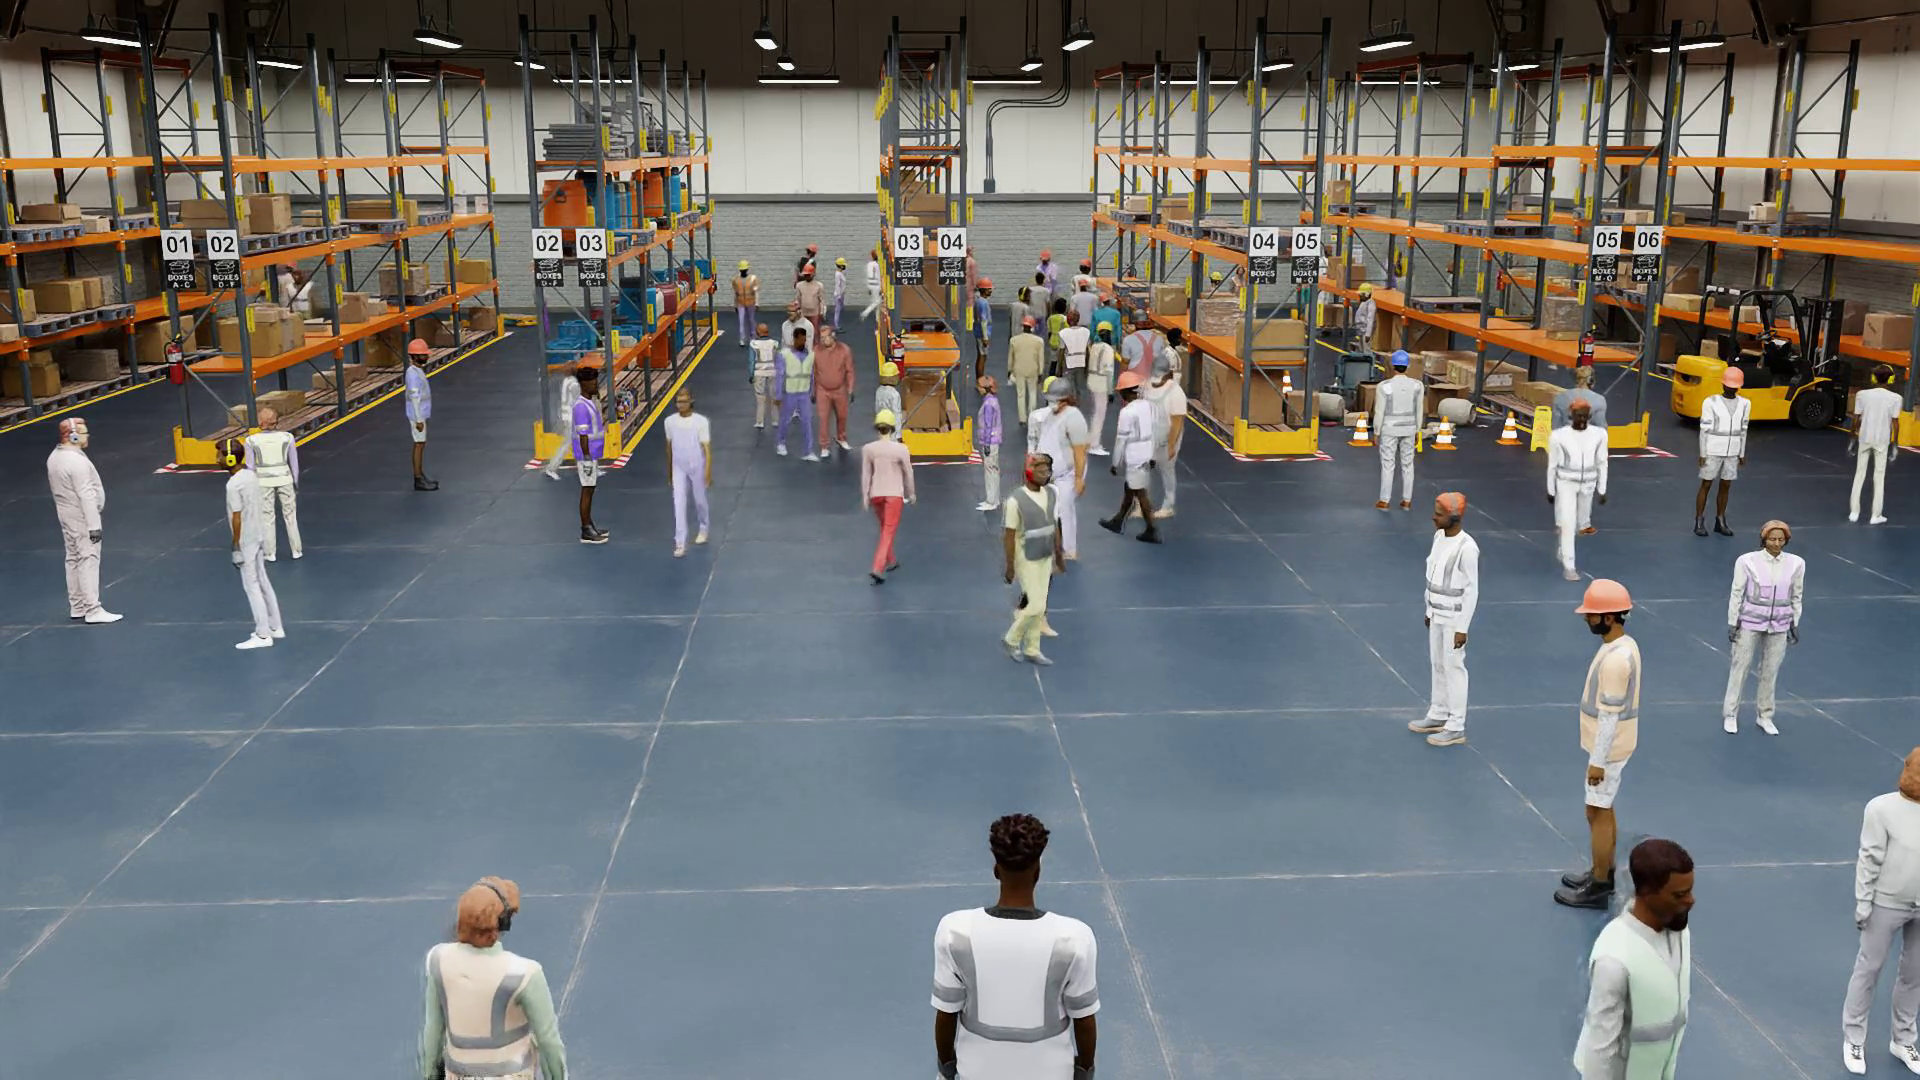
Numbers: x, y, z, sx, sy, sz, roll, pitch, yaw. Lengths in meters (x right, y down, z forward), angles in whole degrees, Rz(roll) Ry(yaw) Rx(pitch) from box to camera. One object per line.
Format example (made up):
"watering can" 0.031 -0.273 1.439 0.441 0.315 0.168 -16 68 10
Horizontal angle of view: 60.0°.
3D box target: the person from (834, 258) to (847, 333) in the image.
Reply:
"person" -2.818 -5.802 39.436 0.327 1.767 0.533 1 13 5

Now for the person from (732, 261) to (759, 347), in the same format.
"person" -4.728 -5.218 36.743 0.604 1.877 1.014 0 13 1

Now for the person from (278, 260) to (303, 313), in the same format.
"person" -14.325 -5.053 35.853 0.649 1.944 0.984 3 14 13

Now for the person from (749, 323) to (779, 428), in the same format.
"person" -3.052 -2.564 25.989 0.514 1.640 0.309 -7 15 -26

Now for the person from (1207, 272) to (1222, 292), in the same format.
"person" 5.350 -4.771 35.089 0.336 1.757 0.518 -2 13 -7

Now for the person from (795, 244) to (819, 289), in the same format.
"person" -3.774 -6.315 41.117 0.551 1.989 0.706 -12 18 -41

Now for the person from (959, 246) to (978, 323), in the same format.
"person" 0.234 -6.382 41.594 0.401 1.909 0.641 -10 17 -37

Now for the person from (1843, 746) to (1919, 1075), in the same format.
"person" 4.455 1.729 7.811 0.499 1.634 0.285 1 13 6

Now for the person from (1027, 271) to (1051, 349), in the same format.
"person" 1.591 -4.559 33.988 0.547 1.852 0.609 1 13 3

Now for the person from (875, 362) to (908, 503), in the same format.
"person" -0.850 -1.324 20.509 0.297 1.744 0.493 -9 16 -33

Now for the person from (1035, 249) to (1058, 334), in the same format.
"person" 2.044 -5.895 39.414 0.596 1.983 1.041 7 15 27

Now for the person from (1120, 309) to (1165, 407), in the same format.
"person" 2.618 -2.366 24.290 0.685 2.000 0.535 -6 14 -23

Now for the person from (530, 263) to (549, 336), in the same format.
"person" -9.782 -5.602 38.633 0.343 1.743 0.566 -9 16 -33

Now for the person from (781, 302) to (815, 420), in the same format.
"person" -2.637 -2.885 26.809 0.636 1.900 0.399 8 16 32

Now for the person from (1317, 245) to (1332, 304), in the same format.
"person" 9.348 -6.585 42.529 0.351 1.878 0.568 12 18 40

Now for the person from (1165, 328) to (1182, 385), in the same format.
"person" 3.160 -2.338 24.931 0.319 1.689 0.539 2 13 9

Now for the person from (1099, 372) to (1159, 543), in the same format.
"person" 1.852 -0.924 18.503 0.946 1.886 0.566 10 17 37

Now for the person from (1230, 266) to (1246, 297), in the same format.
"person" 6.482 -5.555 38.666 0.515 1.636 0.315 -5 14 -22

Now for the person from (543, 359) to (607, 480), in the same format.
"person" -5.138 -1.591 21.945 0.829 1.602 0.529 -5 14 -21

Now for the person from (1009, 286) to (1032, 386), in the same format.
"person" 1.080 -3.722 30.448 0.402 1.845 0.649 -8 16 -31

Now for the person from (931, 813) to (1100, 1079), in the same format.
"person" 0.207 1.950 6.166 0.614 1.962 0.361 2 13 7

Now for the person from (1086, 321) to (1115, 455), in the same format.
"person" 2.031 -2.170 23.773 0.427 1.900 0.673 -5 14 -21

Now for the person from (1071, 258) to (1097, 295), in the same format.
"person" 2.630 -4.924 35.158 0.601 2.035 0.403 9 16 32

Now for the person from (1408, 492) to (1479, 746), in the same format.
"person" 3.577 0.568 12.196 0.338 1.882 0.582 -2 13 -8

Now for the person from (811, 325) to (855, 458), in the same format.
"person" -1.839 -2.145 23.707 0.677 1.883 0.702 -2 13 -8

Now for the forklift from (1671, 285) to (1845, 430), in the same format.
"forklift" 12.503 -2.886 26.166 2.313 2.155 1.214 -1 13 -3

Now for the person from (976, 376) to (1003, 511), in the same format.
"person" 0.358 -1.170 20.105 0.313 1.634 0.514 1 13 5

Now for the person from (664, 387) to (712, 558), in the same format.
"person" -2.935 -0.772 18.059 0.524 1.804 0.946 1 13 6

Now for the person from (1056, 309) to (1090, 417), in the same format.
"person" 1.781 -2.698 26.105 0.566 1.849 0.387 -7 15 -27

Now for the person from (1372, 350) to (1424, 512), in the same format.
"person" 5.257 -1.306 19.998 0.603 1.949 0.389 -1 13 -6
